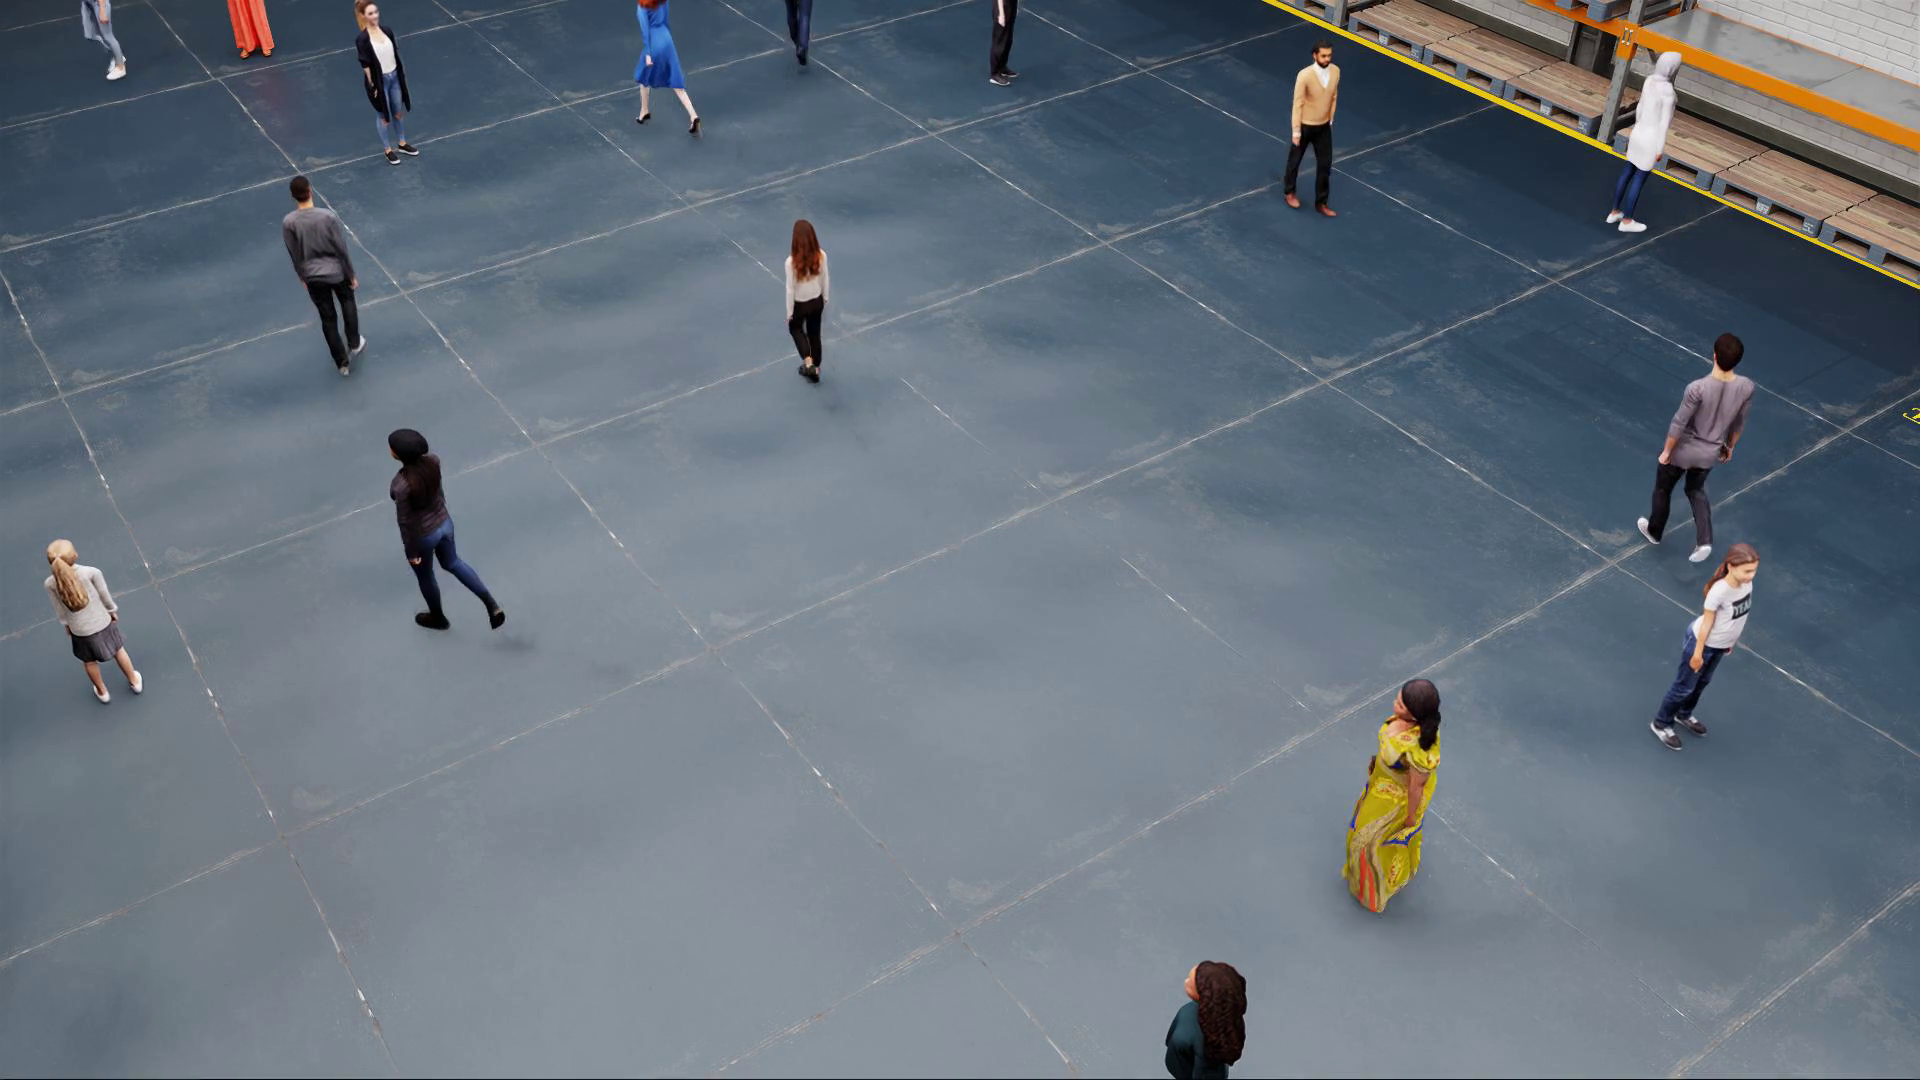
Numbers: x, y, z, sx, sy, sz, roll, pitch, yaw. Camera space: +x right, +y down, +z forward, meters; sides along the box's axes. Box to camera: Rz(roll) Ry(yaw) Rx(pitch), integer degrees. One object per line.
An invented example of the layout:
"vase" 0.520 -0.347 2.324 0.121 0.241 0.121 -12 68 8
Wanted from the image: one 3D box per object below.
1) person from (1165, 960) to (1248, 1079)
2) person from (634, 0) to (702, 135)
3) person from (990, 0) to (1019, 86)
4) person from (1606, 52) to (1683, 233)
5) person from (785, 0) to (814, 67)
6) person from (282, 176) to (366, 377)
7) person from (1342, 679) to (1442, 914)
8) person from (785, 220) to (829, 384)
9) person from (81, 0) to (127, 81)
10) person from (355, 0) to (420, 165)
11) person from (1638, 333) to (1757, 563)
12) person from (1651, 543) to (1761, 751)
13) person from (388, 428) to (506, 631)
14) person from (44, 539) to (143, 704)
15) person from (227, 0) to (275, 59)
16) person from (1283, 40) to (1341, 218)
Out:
"person" 1.165 2.591 8.056 0.766 1.617 0.716 10 40 12
"person" -3.102 -5.102 17.556 1.215 1.785 0.879 24 45 27
"person" 0.497 -6.035 18.754 0.660 1.746 0.655 16 41 19
"person" 6.581 -3.828 15.967 0.749 1.775 0.606 -8 39 -10
"person" -1.883 -6.409 19.132 1.110 1.859 1.240 2 39 3
"person" -5.312 -2.172 13.920 0.786 1.743 0.888 -11 40 -13
"person" 2.598 1.429 9.491 0.994 1.644 0.917 2 39 3
"person" -1.246 -1.938 13.842 0.586 1.475 0.543 -18 42 -21
"person" -9.738 -6.082 18.852 0.671 1.698 0.785 19 43 23
"person" -5.967 -4.749 17.197 0.665 1.680 0.678 24 44 27
"person" 5.295 -0.614 11.897 0.946 1.832 1.075 -4 39 -5
"person" 4.755 0.638 10.546 0.533 1.562 0.506 -22 44 -25
"person" -3.509 -0.023 11.238 1.092 1.731 0.923 15 41 18
"person" -5.721 0.523 10.921 0.528 1.273 0.547 -18 42 -21
"person" -8.373 -6.515 19.312 0.708 1.801 0.694 -9 40 -12
"person" 3.410 -4.087 16.326 0.831 1.733 1.013 -13 40 -15
